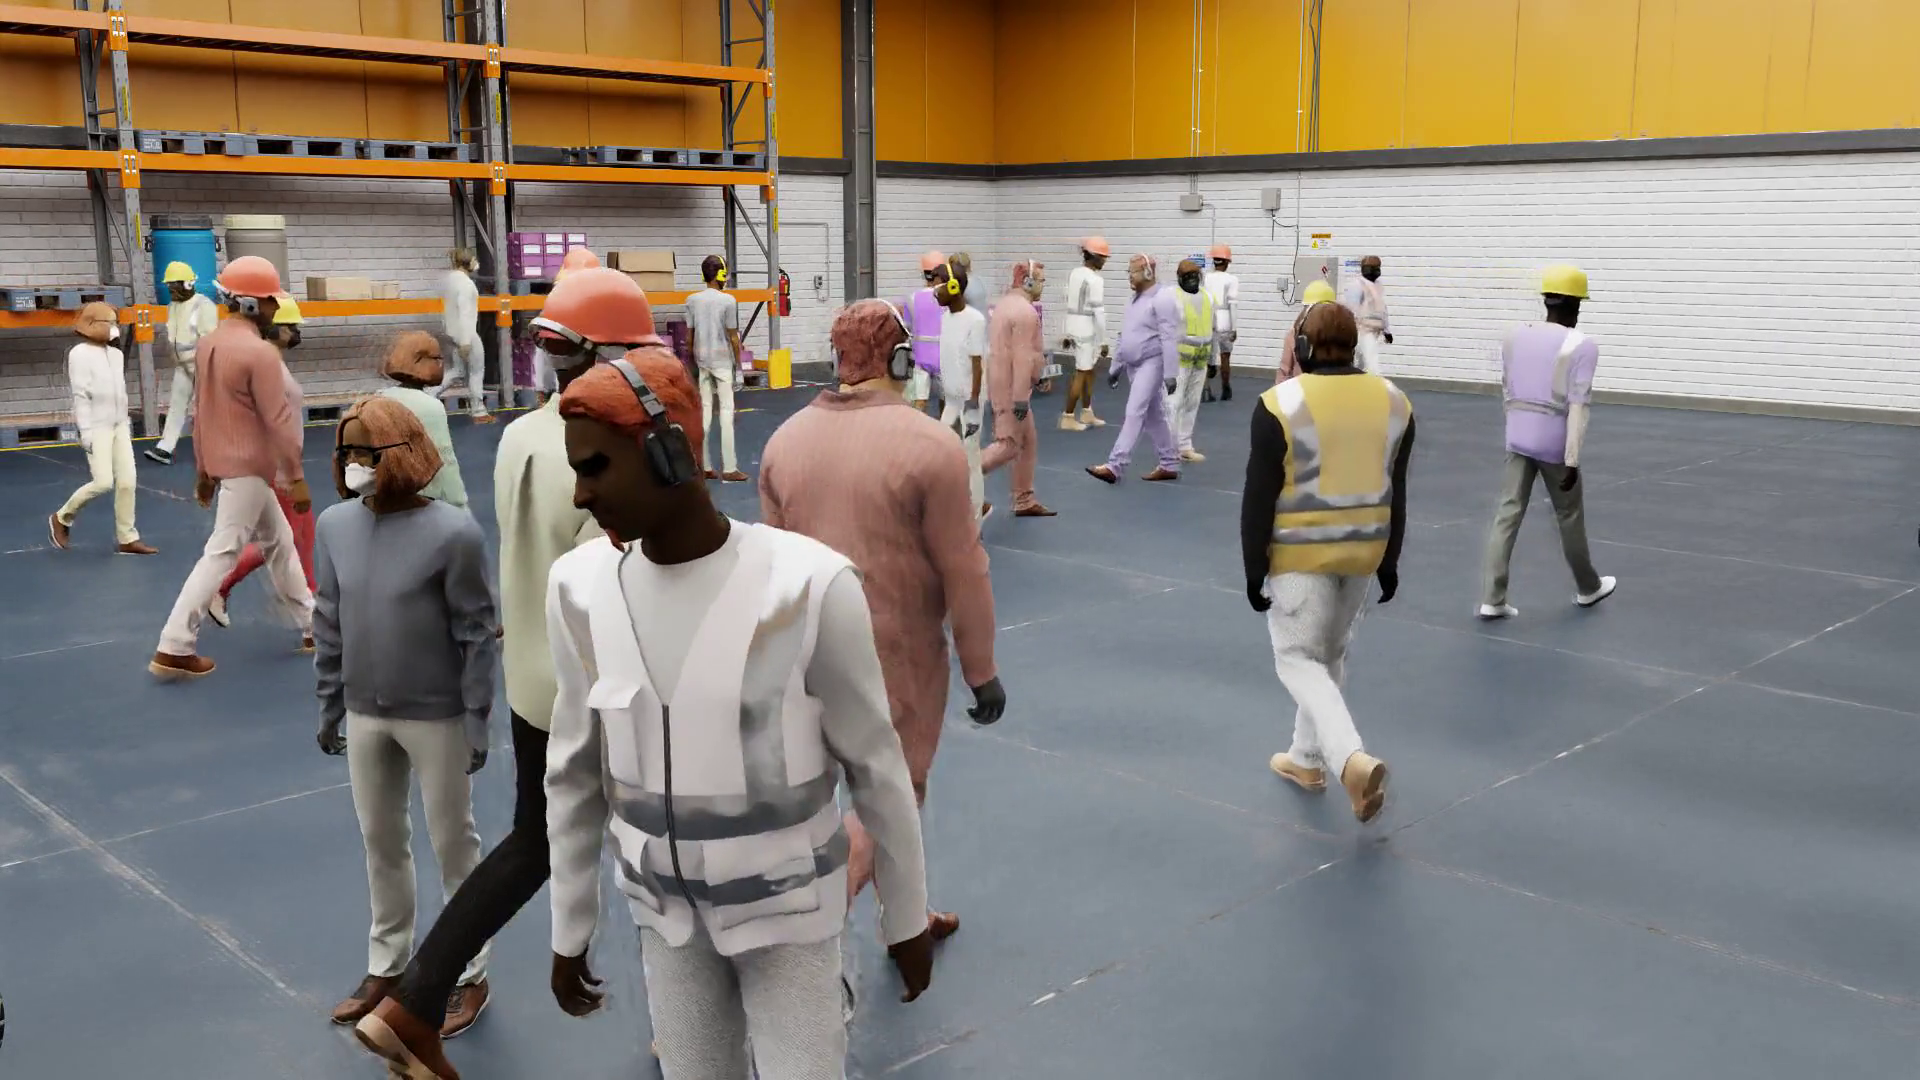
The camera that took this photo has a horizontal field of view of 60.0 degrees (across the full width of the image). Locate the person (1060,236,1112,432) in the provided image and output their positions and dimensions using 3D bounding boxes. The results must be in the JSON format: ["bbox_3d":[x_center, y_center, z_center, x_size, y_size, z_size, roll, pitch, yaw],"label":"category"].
[{"bbox_3d":[1.358,-2.098,17.065,0.755,2.006,0.638,-4,11,-21],"label":"person"}]

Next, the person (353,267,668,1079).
[{"bbox_3d":[-0.951,0.353,3.881,0.911,1.963,0.605,-10,14,-44],"label":"person"}]

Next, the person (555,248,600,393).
[{"bbox_3d":[-2.508,-0.982,11.182,0.544,1.939,0.354,5,11,25],"label":"person"}]

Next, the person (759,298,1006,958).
[{"bbox_3d":[-0.264,0.310,4.348,0.666,1.871,0.886,8,13,38],"label":"person"}]

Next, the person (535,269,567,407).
[{"bbox_3d":[-2.974,-1.239,12.997,0.605,1.778,0.941,8,13,39],"label":"person"}]

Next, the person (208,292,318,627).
[{"bbox_3d":[-3.521,-0.386,8.454,0.668,1.747,0.530,-4,11,-21],"label":"person"}]

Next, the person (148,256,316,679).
[{"bbox_3d":[-3.322,-0.335,7.694,0.625,1.937,1.049,10,14,43],"label":"person"}]

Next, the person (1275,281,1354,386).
[{"bbox_3d":[2.391,-0.884,11.256,0.924,1.717,0.528,-9,14,-41],"label":"person"}]

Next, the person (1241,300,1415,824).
[{"bbox_3d":[1.297,0.077,5.796,0.632,1.807,0.814,-4,11,-19],"label":"person"}]

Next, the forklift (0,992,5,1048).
[{"bbox_3d":[-3.245,0.323,3.363,2.313,2.155,1.214,2,11,13],"label":"forklift"}]

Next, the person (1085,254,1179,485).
[{"bbox_3d":[1.401,-1.380,13.544,0.959,1.858,0.680,-4,11,-20],"label":"person"}]

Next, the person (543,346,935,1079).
[{"bbox_3d":[-0.376,0.609,2.736,0.618,1.853,0.440,5,11,23],"label":"person"}]

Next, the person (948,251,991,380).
[{"bbox_3d":[0.190,-2.012,17.006,1.010,1.874,0.766,1,10,6],"label":"person"}]

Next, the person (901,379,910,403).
[{"bbox_3d":[-0.489,-0.533,9.586,0.435,1.621,0.540,-9,14,-41],"label":"person"}]

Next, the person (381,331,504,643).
[{"bbox_3d":[-2.452,-0.164,7.678,0.876,1.583,0.532,-10,14,-43],"label":"person"}]

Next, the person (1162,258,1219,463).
[{"bbox_3d":[2.007,-1.575,14.731,0.657,1.826,0.435,-6,12,-30],"label":"person"}]

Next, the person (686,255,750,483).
[{"bbox_3d":[-2.000,-1.396,13.642,0.520,1.865,0.328,5,11,23],"label":"person"}]

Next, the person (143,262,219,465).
[{"bbox_3d":[-6.809,-1.552,14.698,0.603,1.778,0.909,5,11,24],"label":"person"}]

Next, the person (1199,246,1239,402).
[{"bbox_3d":[3.168,-2.627,20.289,0.580,1.887,0.793,6,12,29],"label":"person"}]

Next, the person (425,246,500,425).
[{"bbox_3d":[-5.351,-2.159,17.657,0.775,1.915,0.640,-7,12,-32],"label":"person"}]

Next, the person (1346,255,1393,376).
[{"bbox_3d":[4.775,-2.453,19.599,0.947,1.801,0.628,8,13,37],"label":"person"}]

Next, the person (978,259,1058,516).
[{"bbox_3d":[0.275,-1.057,11.799,0.816,1.866,0.666,-2,11,-9],"label":"person"}]

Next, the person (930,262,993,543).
[{"bbox_3d":[0.022,-0.867,10.797,0.405,1.846,0.553,-8,13,-37],"label":"person"}]

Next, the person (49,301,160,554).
[{"bbox_3d":[-5.425,-0.688,10.445,0.550,1.614,0.511,1,10,7],"label":"person"}]

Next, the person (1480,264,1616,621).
[{"bbox_3d":[3.135,-0.519,8.860,1.022,1.868,0.602,-8,13,-37],"label":"person"}]

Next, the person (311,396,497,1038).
[{"bbox_3d":[-1.406,0.449,4.208,0.507,1.632,0.265,3,11,17],"label":"person"}]

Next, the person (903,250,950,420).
[{"bbox_3d":[-0.256,-1.538,14.326,0.553,1.901,0.949,3,11,17],"label":"person"}]
